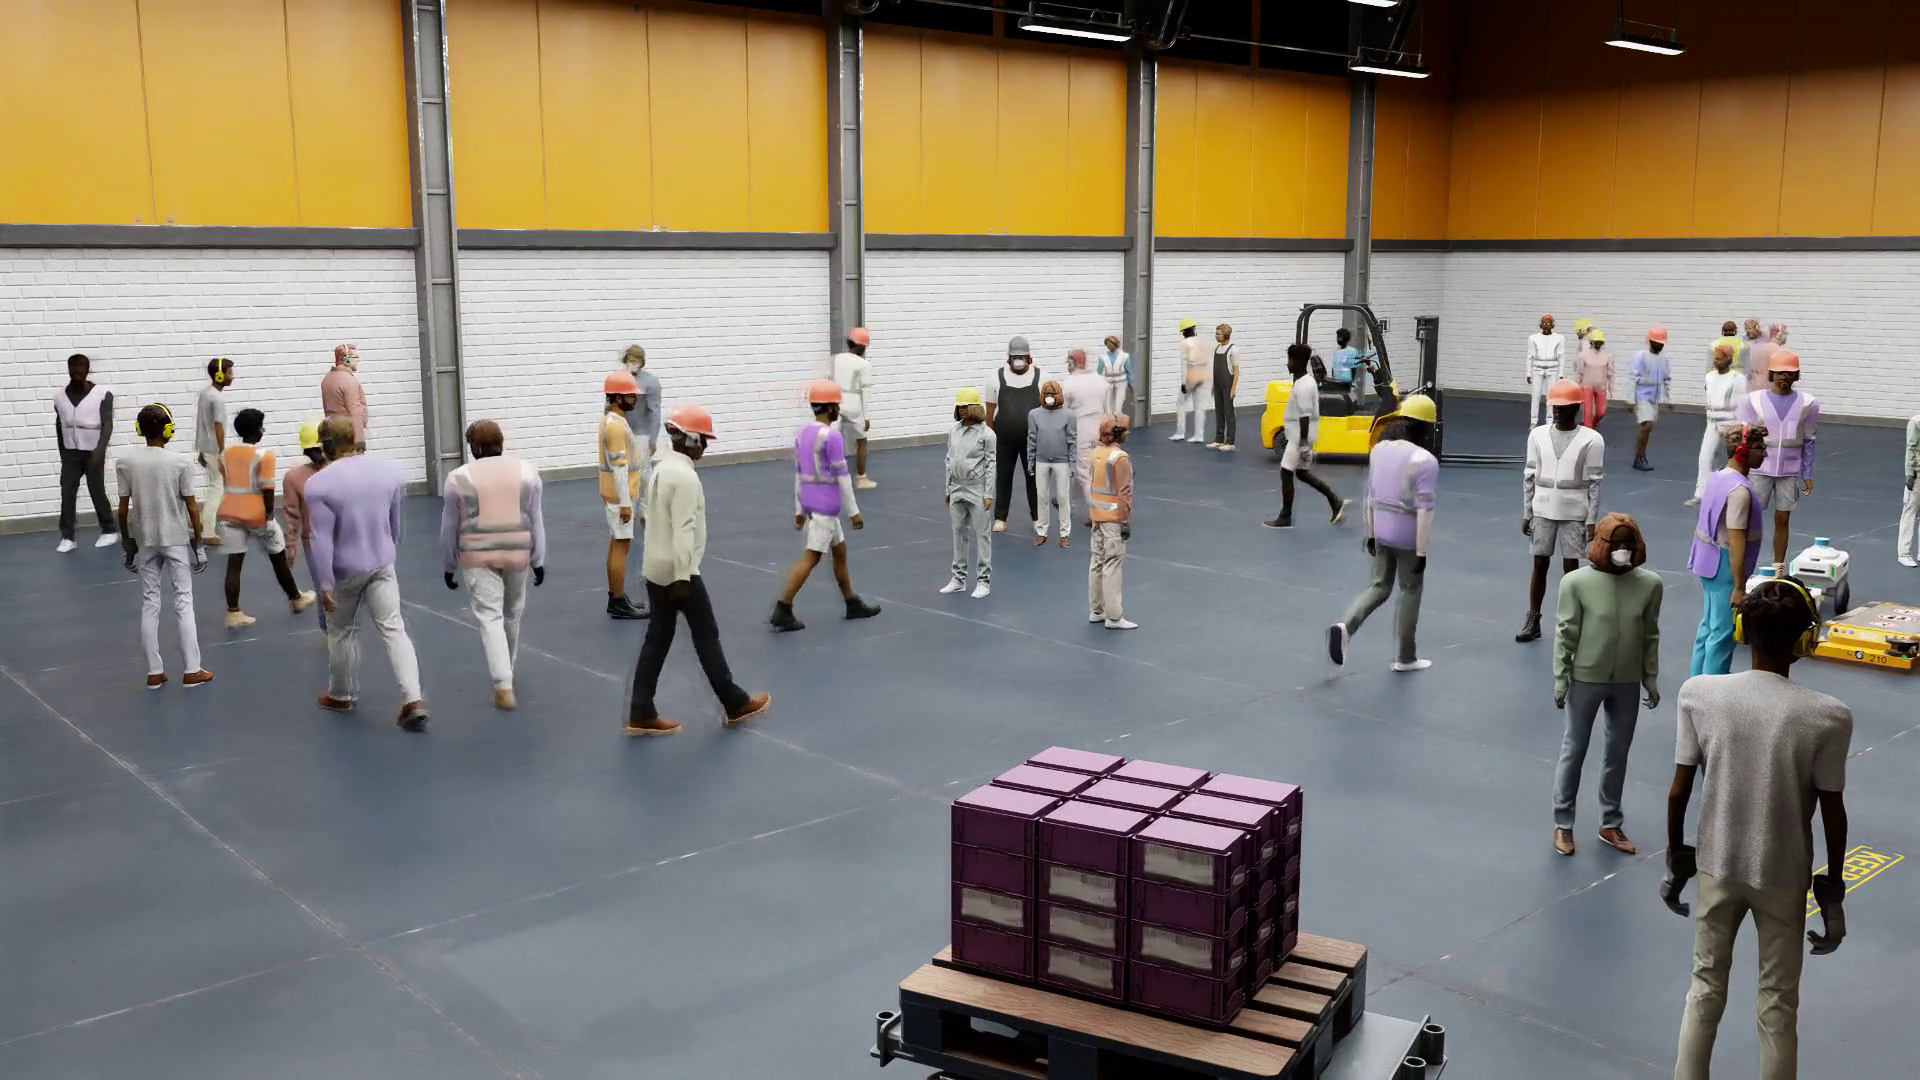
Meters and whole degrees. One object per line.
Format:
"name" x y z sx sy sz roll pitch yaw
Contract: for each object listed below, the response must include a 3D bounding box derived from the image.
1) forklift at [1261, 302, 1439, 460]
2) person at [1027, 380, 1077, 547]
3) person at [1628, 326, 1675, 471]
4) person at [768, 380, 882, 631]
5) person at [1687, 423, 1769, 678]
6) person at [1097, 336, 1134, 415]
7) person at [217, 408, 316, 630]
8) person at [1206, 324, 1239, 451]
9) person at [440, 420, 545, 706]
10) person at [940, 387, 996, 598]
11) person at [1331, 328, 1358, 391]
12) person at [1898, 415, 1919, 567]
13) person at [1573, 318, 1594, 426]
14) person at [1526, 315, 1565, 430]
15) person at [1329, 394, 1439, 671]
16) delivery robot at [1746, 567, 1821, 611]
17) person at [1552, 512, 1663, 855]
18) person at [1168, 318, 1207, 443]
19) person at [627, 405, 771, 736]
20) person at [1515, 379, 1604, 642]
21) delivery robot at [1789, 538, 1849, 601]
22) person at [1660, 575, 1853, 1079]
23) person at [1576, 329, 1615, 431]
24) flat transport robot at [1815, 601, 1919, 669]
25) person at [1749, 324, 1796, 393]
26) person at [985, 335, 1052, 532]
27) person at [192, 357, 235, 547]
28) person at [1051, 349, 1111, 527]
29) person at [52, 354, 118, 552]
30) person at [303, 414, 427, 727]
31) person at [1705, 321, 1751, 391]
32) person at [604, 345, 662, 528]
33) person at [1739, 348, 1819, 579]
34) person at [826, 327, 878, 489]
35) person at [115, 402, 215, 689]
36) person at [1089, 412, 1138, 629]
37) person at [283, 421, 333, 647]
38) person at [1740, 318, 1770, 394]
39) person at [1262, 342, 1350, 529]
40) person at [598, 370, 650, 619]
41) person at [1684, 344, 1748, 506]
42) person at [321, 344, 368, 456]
"forklift" 5.320 -2.157 22.763 2.313 2.155 1.214 3 10 16
"person" 0.893 -0.737 16.124 0.502 1.626 0.282 3 10 17
"person" 9.027 -1.836 21.716 0.580 1.900 0.619 -4 11 -23
"person" -1.058 -0.266 12.615 1.005 1.893 0.548 -5 11 -28
"person" 4.515 0.226 9.829 0.384 1.845 0.565 2 10 12
"person" 2.415 -2.383 25.861 0.572 1.578 0.872 3 10 19
"person" -5.366 -0.184 12.760 0.536 1.650 0.852 3 10 16
"person" 3.825 -2.211 24.109 0.328 1.842 0.514 -5 11 -29
"person" -2.981 0.128 10.606 0.631 1.789 0.977 -5 11 -29
"person" 0.070 -0.395 13.769 0.484 1.744 0.294 7 12 35
"person" 6.003 -2.473 26.097 0.363 1.682 0.548 -5 11 -26
"person" 8.801 -0.574 15.115 0.514 1.642 0.310 -3 10 -14
"person" 10.217 -2.721 27.234 0.468 1.793 0.623 6 11 32
"person" 9.429 -2.686 26.812 0.579 1.878 0.345 3 10 19
"person" 2.883 -0.019 11.117 0.718 1.901 0.624 -6 11 -32
"delivery robot" 5.852 0.439 12.085 0.707 0.478 0.477 5 11 29
"person" 3.038 0.675 7.823 0.507 1.632 0.267 -1 10 -3
"person" 3.461 -2.409 25.156 0.613 1.872 0.742 -8 13 -40
"person" -1.578 0.179 9.838 0.948 1.933 0.684 -6 11 -30
"person" 4.337 -0.196 12.030 0.546 1.939 0.375 7 12 35
"delivery robot" 6.894 0.224 13.341 0.477 0.478 0.707 7 12 35
"person" 2.412 1.030 5.056 0.532 1.869 0.311 8 13 39
"person" 9.399 -2.260 24.669 0.540 1.749 0.530 2 10 9
"flat transport robot" 6.670 0.662 11.882 1.431 0.197 0.652 -9 13 -44
"person" 11.510 -2.110 23.505 1.015 1.852 0.651 3 10 15
"person" 0.601 -1.080 16.908 0.700 2.000 0.536 0 10 1
"person" -7.227 -0.847 16.136 0.439 1.838 0.539 -6 12 -33
"person" 1.212 -1.078 17.457 0.657 1.842 1.015 -7 12 -37
"person" -8.382 -0.840 15.966 0.608 1.892 0.660 0 10 1
"person" -3.589 0.187 9.987 1.030 1.884 0.652 9 13 43
"person" 11.626 -2.398 25.230 0.621 1.838 0.429 3 10 16
"person" -3.376 -1.059 17.207 0.716 1.910 0.358 5 11 28
"person" 6.869 -0.588 14.014 0.605 2.045 0.379 3 10 16
"person" -1.406 -1.541 19.847 0.660 1.988 0.910 5 11 26
"person" -5.198 0.041 10.849 0.535 1.868 0.309 -1 10 -6
"person" 1.144 -0.147 12.614 0.315 1.641 0.515 -4 10 -21
"person" -4.362 0.008 11.505 0.567 1.708 0.901 -3 10 -16
"person" 12.339 -2.508 25.820 0.685 1.869 0.736 5 11 27
"person" 3.581 -1.063 17.100 0.790 1.942 0.614 3 10 19
"person" -2.619 -0.352 12.948 0.357 1.937 0.550 -3 10 -17
"person" 8.689 -1.291 18.768 0.972 1.844 0.588 -4 10 -21
"person" -6.375 -1.093 17.375 0.401 1.906 0.651 -9 14 -44
